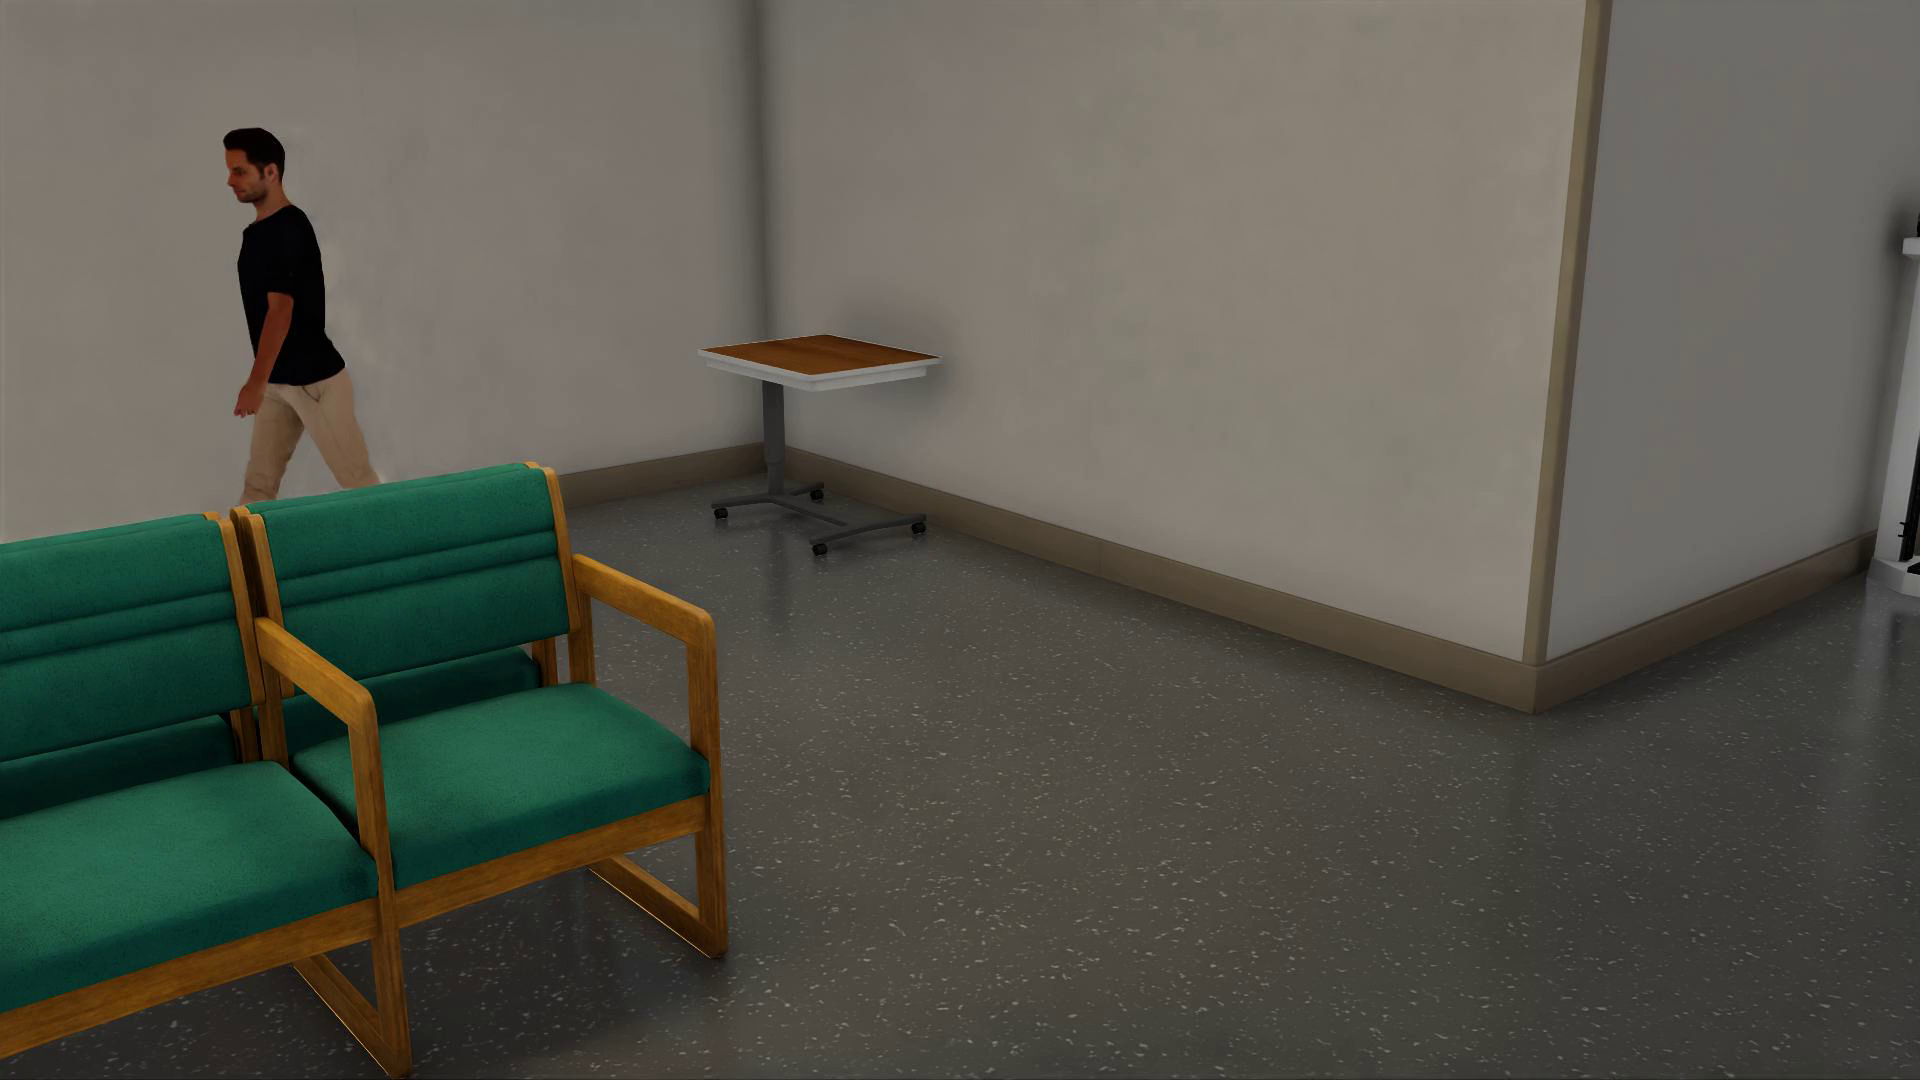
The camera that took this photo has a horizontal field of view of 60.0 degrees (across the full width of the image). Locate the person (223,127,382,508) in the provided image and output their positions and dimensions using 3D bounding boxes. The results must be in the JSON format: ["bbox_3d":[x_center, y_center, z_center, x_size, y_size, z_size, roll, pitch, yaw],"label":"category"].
[{"bbox_3d":[-2.379,-0.592,6.267,0.688,1.802,1.039,-12,20,-36],"label":"person"}]
